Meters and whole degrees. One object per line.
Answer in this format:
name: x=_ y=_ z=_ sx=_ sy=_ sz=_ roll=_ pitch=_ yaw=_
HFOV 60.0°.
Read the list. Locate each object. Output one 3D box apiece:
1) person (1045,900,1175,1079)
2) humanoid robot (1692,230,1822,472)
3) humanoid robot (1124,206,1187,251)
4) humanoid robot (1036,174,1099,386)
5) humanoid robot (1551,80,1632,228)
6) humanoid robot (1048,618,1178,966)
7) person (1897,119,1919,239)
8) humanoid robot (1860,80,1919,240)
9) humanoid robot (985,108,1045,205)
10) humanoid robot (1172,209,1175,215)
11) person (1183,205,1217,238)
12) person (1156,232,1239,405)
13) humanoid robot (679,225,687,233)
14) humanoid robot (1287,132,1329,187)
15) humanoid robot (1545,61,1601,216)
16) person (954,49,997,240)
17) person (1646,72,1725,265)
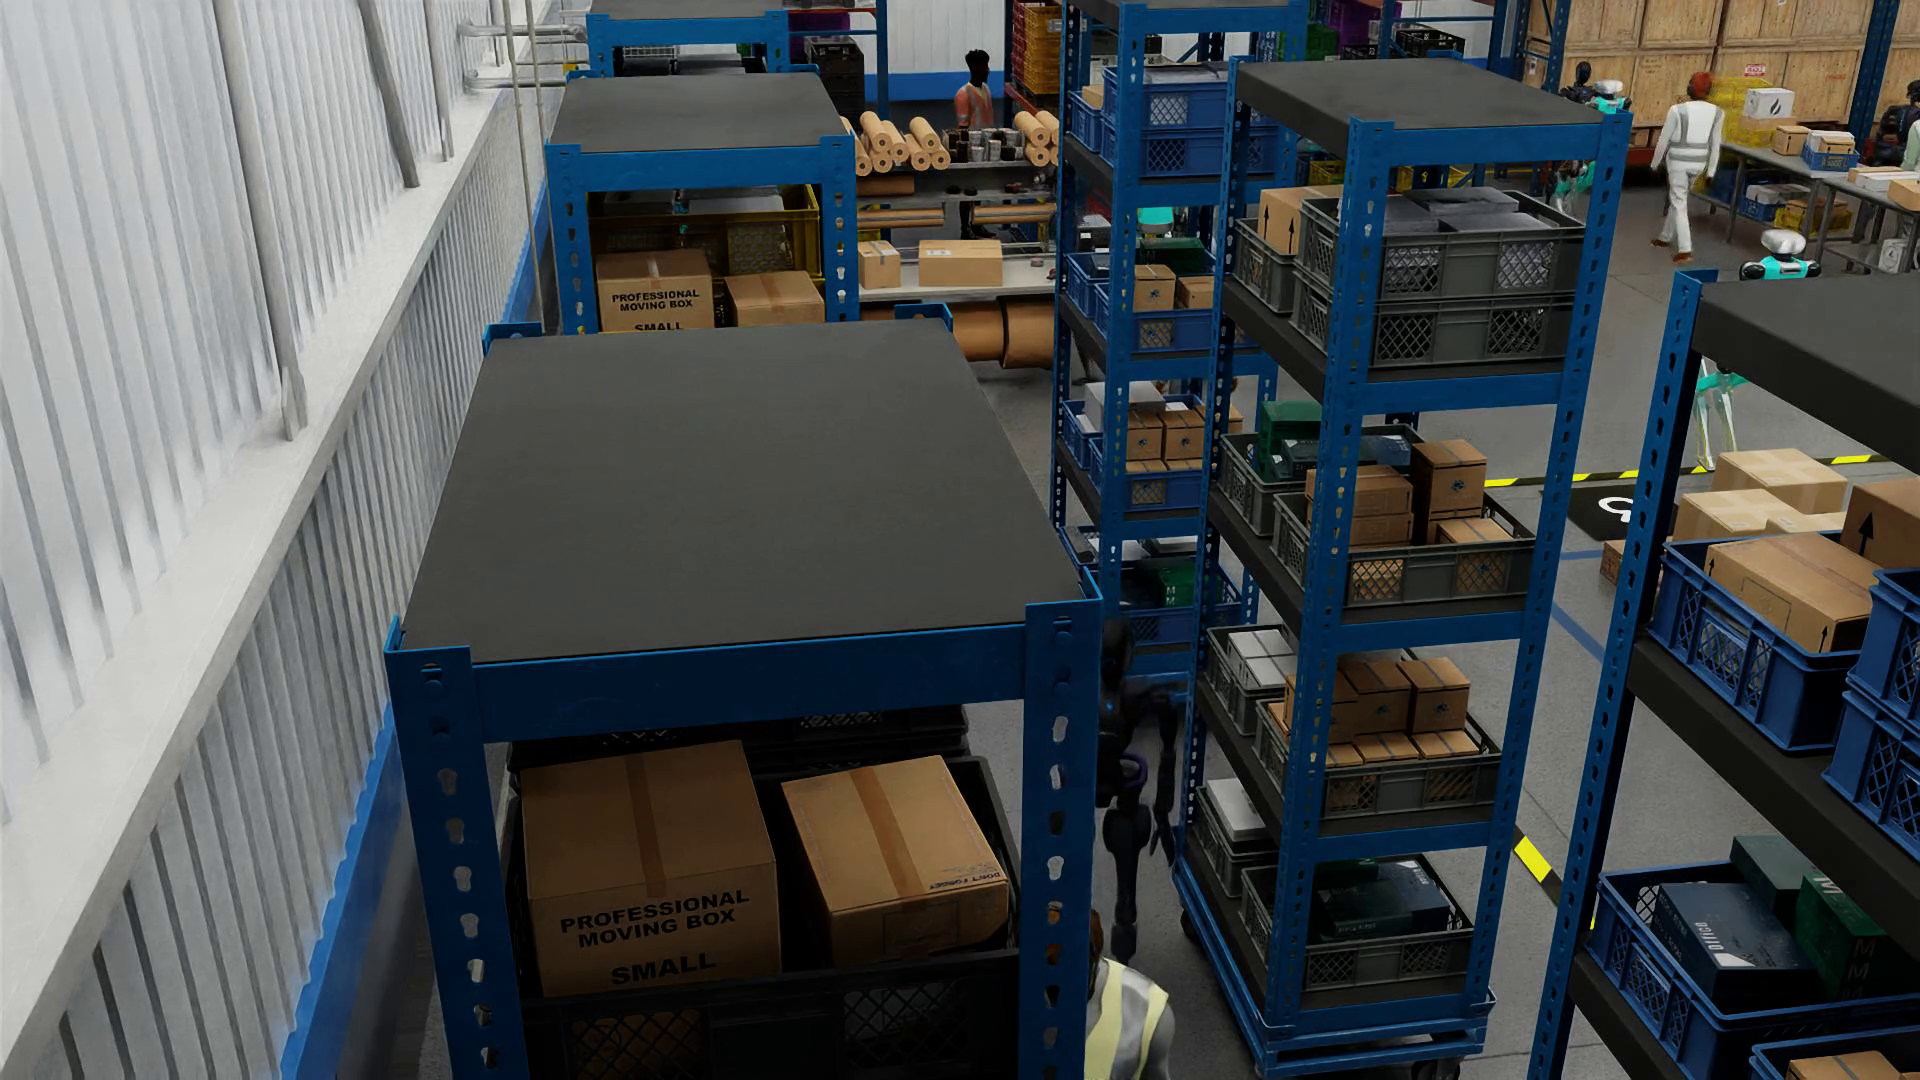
person: x=0.260 y=1.753 z=4.611 sx=0.623 sy=1.841 sz=0.431 roll=2 pitch=25 yaw=5
humanoid robot: x=5.264 y=-1.305 z=11.224 sx=0.533 sy=1.671 sz=0.735 roll=-4 pitch=25 yaw=-8
humanoid robot: x=1.539 y=-2.475 z=13.761 sx=0.533 sy=1.677 sz=0.735 roll=-4 pitch=25 yaw=-8
humanoid robot: x=0.807 y=-2.038 z=13.063 sx=0.703 sy=1.628 sz=0.615 roll=5 pitch=25 yaw=12
humanoid robot: x=6.207 y=-3.767 z=16.750 sx=0.550 sy=1.783 sz=0.848 roll=-10 pitch=27 yaw=-21
humanoid robot: x=0.534 y=1.052 z=6.362 sx=0.603 sy=1.624 sz=0.755 roll=1 pitch=25 yaw=3
person: x=8.993 y=-3.289 z=15.439 sx=0.604 sy=1.948 sz=0.381 roll=1 pitch=25 yaw=2
humanoid robot: x=9.579 y=-3.848 z=16.984 sx=0.381 sy=1.638 sz=0.607 roll=-19 pitch=31 yaw=-36
humanoid robot: x=0.574 y=-4.445 z=18.258 sx=1.002 sy=1.779 sz=0.533 roll=2 pitch=25 yaw=5
humanoid robot: x=2.123 y=-4.263 z=17.921 sx=0.577 sy=1.652 sz=0.586 roll=12 pitch=27 yaw=24
person: x=2.192 y=-3.342 z=15.513 sx=0.654 sy=2.001 sz=0.450 roll=-17 pitch=30 yaw=-32
person: x=1.544 y=-1.096 z=10.786 sx=0.589 sy=1.853 sz=0.375 roll=-4 pitch=25 yaw=-8
humanoid robot: x=-2.169 y=-1.889 z=12.656 sx=0.573 sy=1.784 sz=0.866 roll=-22 pitch=33 yaw=-40
humanoid robot: x=3.942 y=-4.597 z=18.541 sx=0.950 sy=1.753 sz=0.570 roll=-8 pitch=26 yaw=-17
humanoid robot: x=6.645 y=-4.344 z=18.044 sx=0.599 sy=1.653 sz=0.315 roll=-4 pitch=25 yaw=-8
person: x=0.169 y=-3.997 z=16.958 sx=0.368 sy=1.965 sz=0.605 roll=11 pitch=27 yaw=22
person: x=7.192 y=-3.673 z=16.435 sx=0.578 sy=1.842 sz=0.981 roll=-4 pitch=25 yaw=-8
